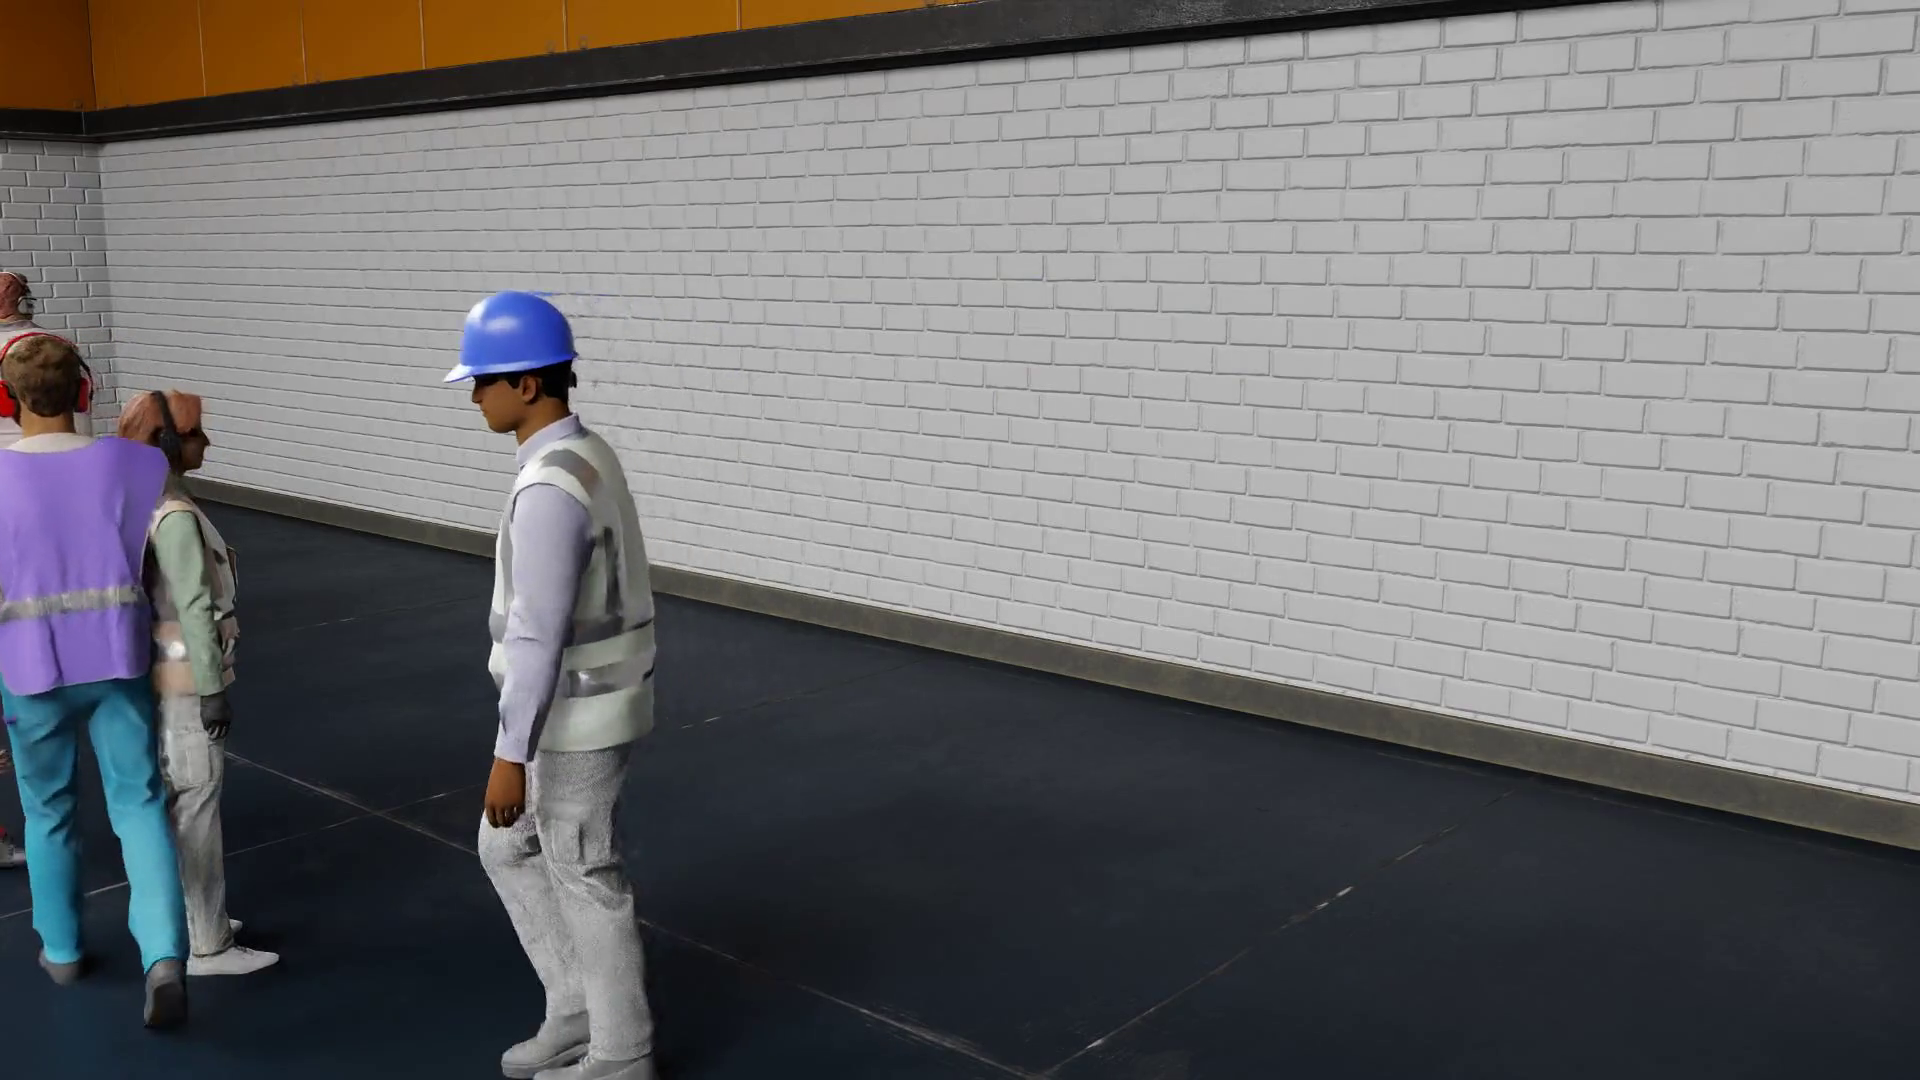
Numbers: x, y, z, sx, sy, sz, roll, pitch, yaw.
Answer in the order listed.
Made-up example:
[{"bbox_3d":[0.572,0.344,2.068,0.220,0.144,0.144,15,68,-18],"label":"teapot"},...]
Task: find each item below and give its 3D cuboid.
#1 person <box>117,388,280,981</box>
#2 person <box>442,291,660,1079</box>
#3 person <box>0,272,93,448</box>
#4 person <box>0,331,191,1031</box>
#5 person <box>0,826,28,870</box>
[{"bbox_3d":[-2.164,0.401,4.632,0.307,1.643,0.514,-8,13,-39],"label":"person"},{"bbox_3d":[-0.959,0.399,3.831,0.555,1.919,0.631,-2,10,-9],"label":"person"},{"bbox_3d":[-4.672,-0.376,8.311,0.644,1.905,0.400,-3,10,-18],"label":"person"},{"bbox_3d":[-2.286,0.368,4.344,0.580,1.821,0.868,-8,12,-37],"label":"person"},{"bbox_3d":[-3.292,0.230,5.344,0.753,1.739,0.532,-3,10,-16],"label":"person"}]
